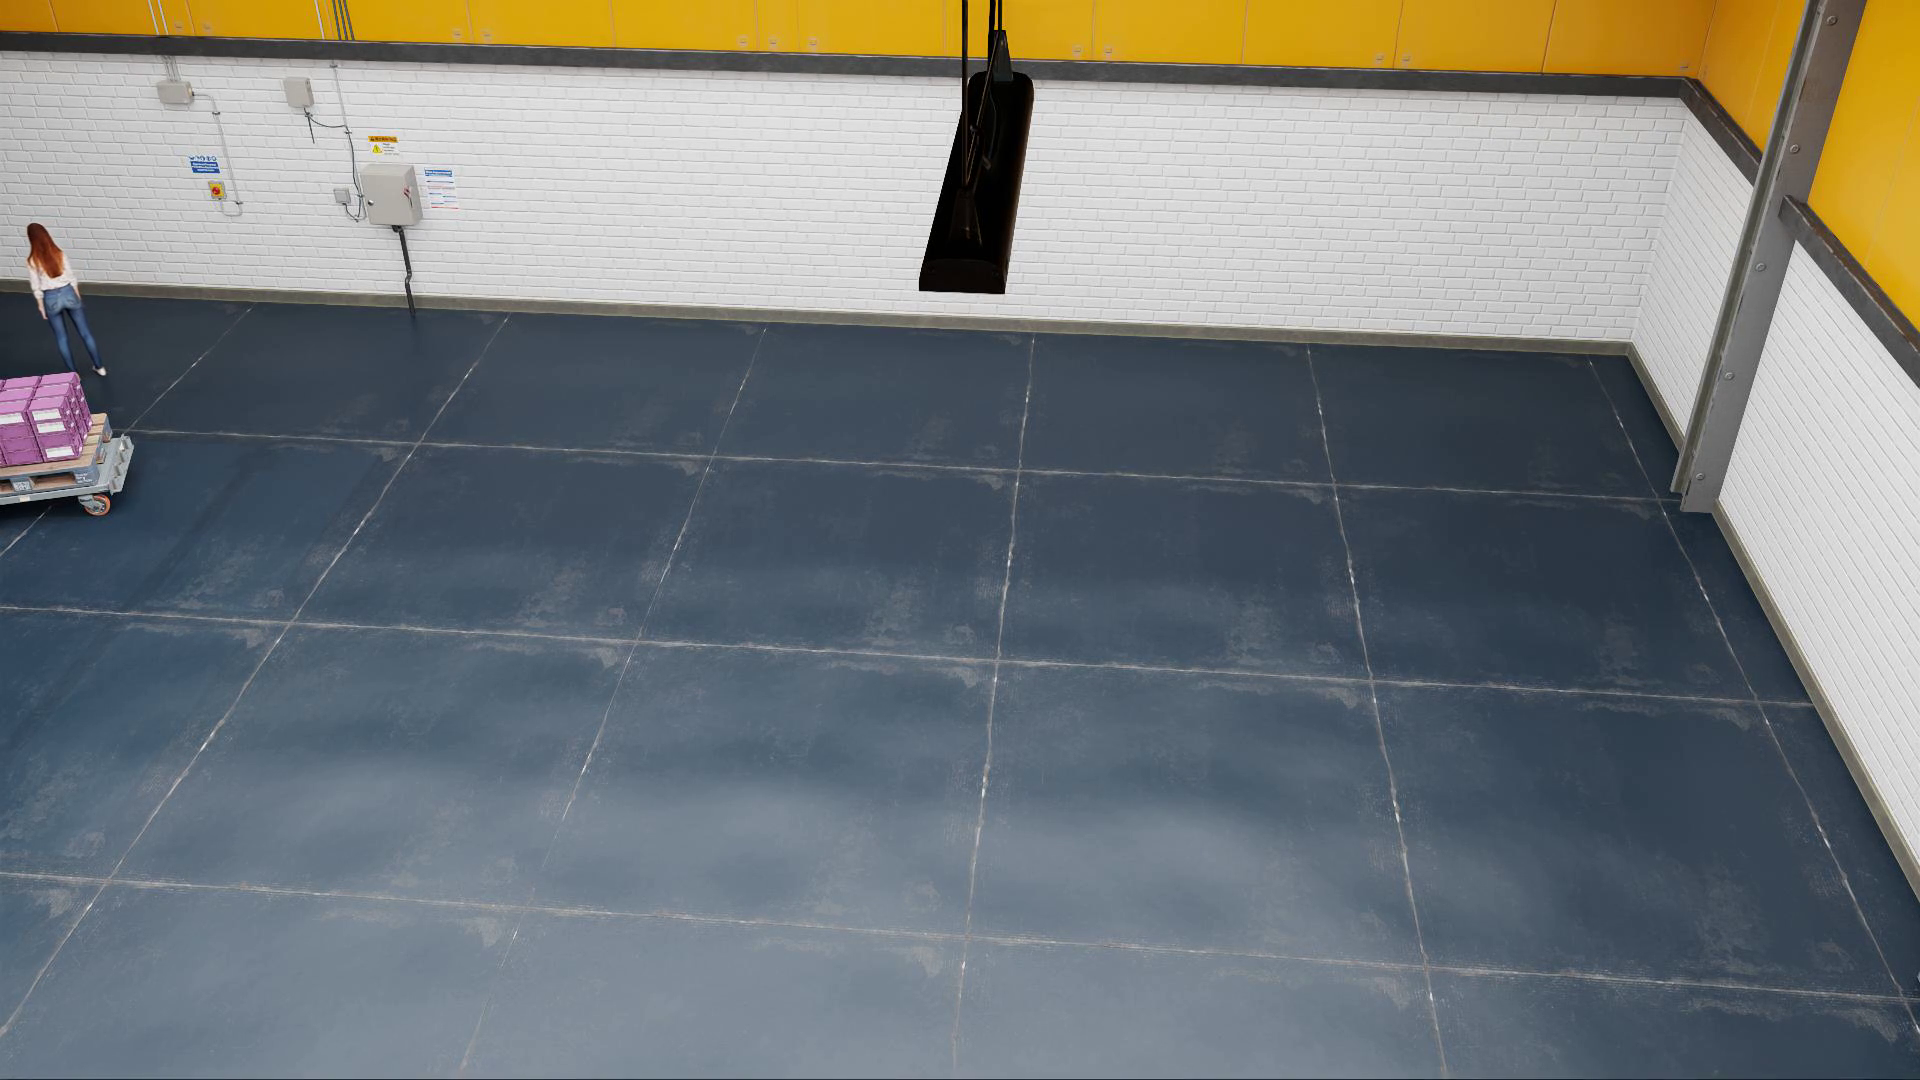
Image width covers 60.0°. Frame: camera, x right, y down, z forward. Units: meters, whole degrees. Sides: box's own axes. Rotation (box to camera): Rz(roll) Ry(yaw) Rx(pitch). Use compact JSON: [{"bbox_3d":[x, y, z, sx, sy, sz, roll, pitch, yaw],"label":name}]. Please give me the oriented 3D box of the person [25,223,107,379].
[{"bbox_3d":[-9.262,-2.452,17.141,0.640,1.726,0.691,-23,40,-30],"label":"person"}]
